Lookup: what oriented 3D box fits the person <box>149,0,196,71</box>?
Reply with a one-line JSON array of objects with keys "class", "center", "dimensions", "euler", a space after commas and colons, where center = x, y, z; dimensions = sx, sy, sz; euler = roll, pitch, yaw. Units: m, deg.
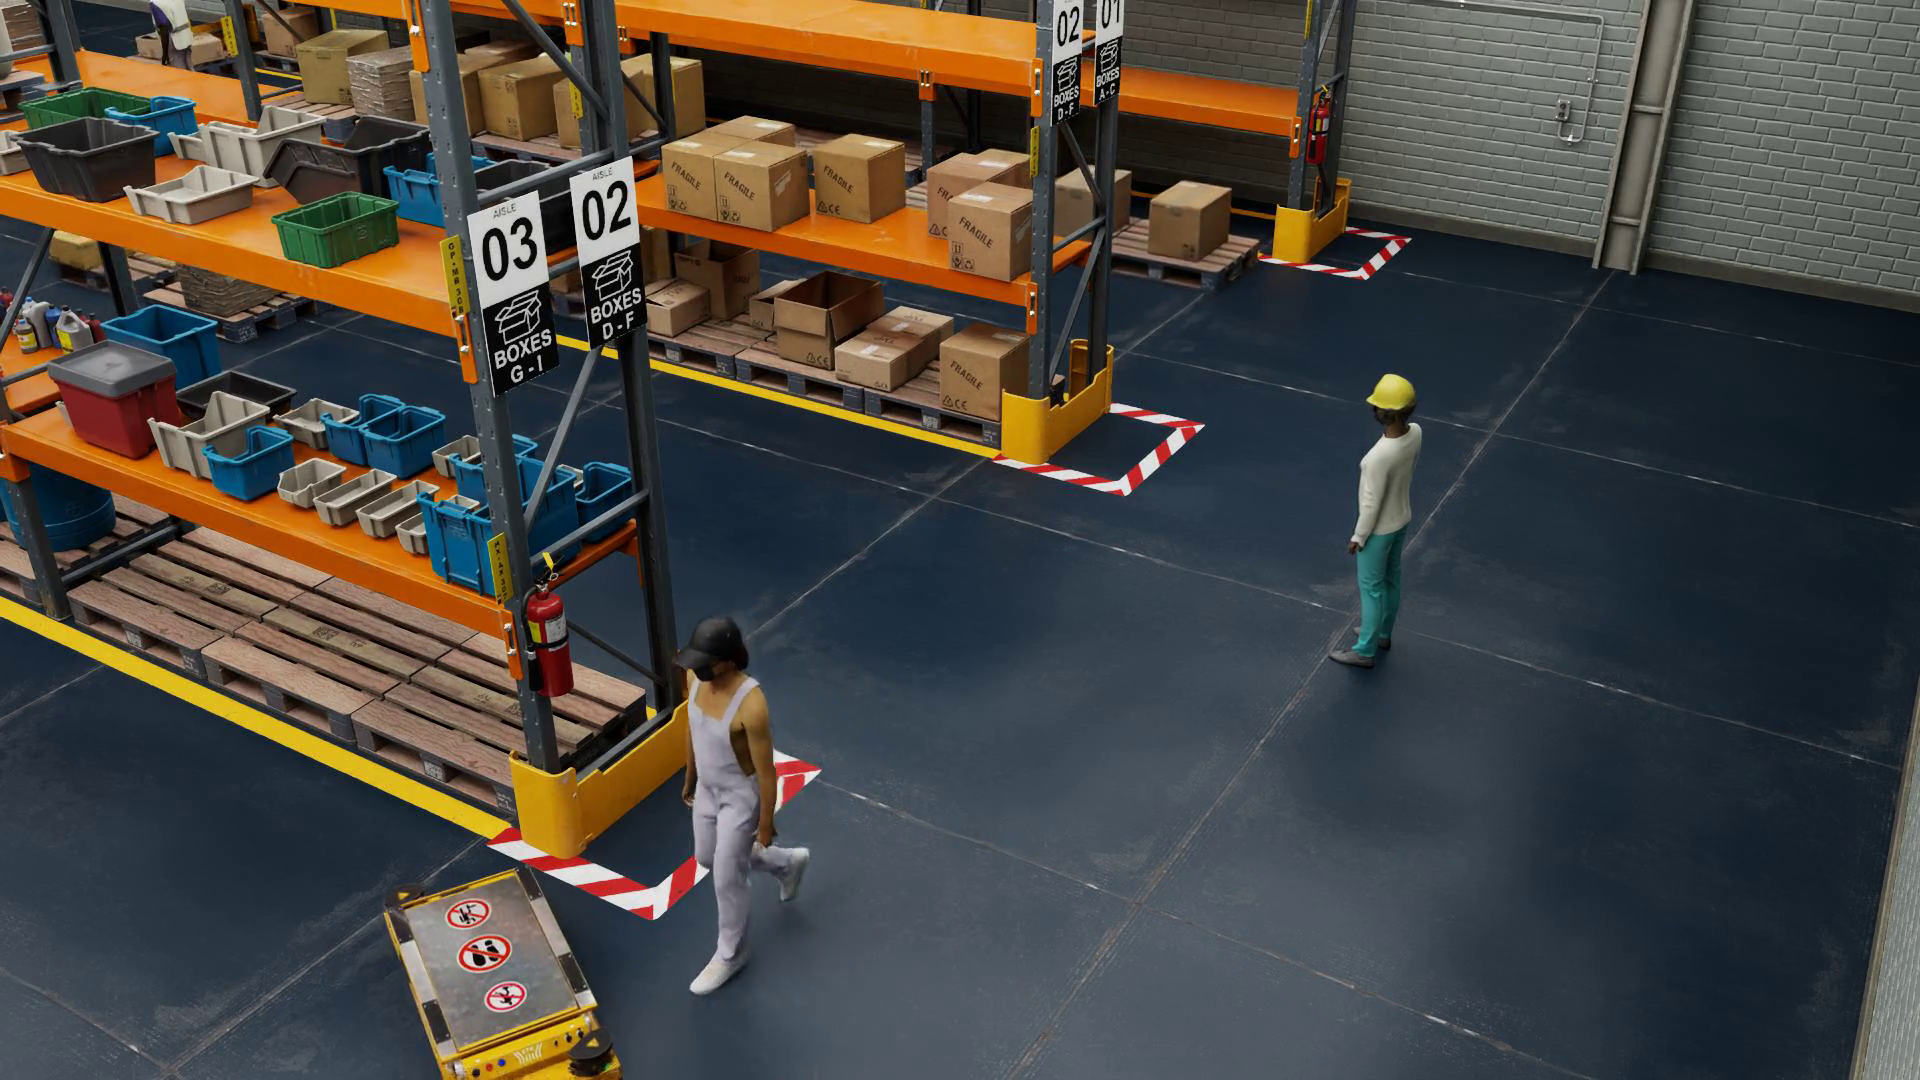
[{"class": "person", "center": [-9.035, -5.678, 19.203], "dimensions": [0.373, 1.842, 0.568], "euler": [3, 29, 5]}]

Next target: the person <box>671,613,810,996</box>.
[{"class": "person", "center": [-0.944, 1.060, 7.112], "dimensions": [0.681, 1.842, 0.523], "euler": [-24, 37, -36]}]

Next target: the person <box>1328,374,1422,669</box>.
[{"class": "person", "center": [2.338, -0.102, 9.279], "dimensions": [0.308, 1.768, 0.523], "euler": [21, 36, 33]}]

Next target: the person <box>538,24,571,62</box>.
[{"class": "person", "center": [-4.089, -4.465, 17.181], "dimensions": [0.531, 1.692, 0.319], "euler": [6, 30, 11]}]

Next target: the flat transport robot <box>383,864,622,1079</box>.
[{"class": "flat transport robot", "center": [-2.011, 1.917, 7.194], "dimensions": [0.659, 0.231, 1.431], "euler": [-15, 32, -25]}]
